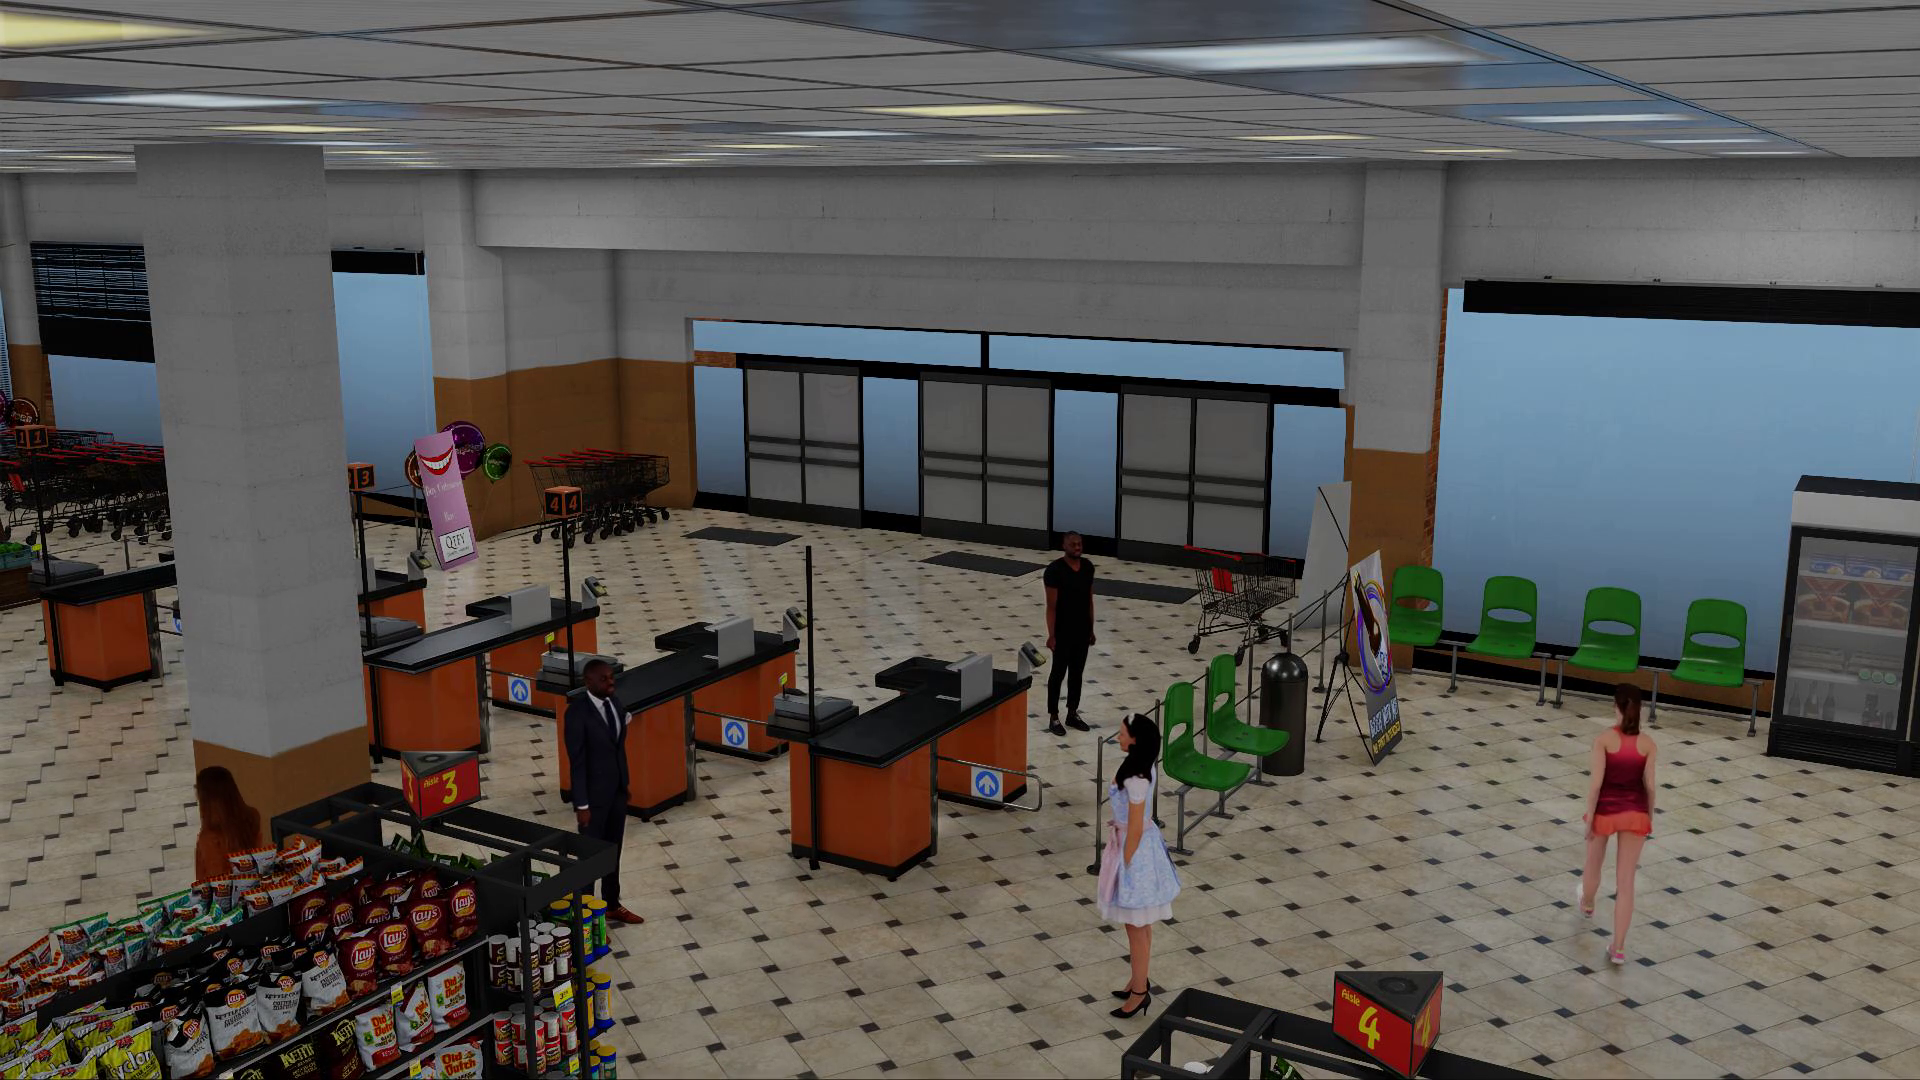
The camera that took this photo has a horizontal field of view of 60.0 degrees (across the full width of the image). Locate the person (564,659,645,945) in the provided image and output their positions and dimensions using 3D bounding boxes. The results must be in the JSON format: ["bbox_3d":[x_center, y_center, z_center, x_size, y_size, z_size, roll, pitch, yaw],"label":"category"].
[{"bbox_3d":[-2.323,1.642,10.726,0.743,1.824,0.541,6,13,27],"label":"person"}]

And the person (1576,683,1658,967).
[{"bbox_3d":[4.099,1.785,10.333,0.831,1.706,1.203,3,12,12],"label":"person"}]

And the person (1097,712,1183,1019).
[{"bbox_3d":[1.013,1.874,9.635,0.865,1.818,0.781,2,12,9],"label":"person"}]

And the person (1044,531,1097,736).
[{"bbox_3d":[0.974,0.803,14.722,0.670,1.819,0.805,-7,14,-30],"label":"person"}]

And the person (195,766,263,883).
[{"bbox_3d":[-3.857,2.053,9.077,0.737,1.699,0.989,5,13,21],"label":"person"}]
